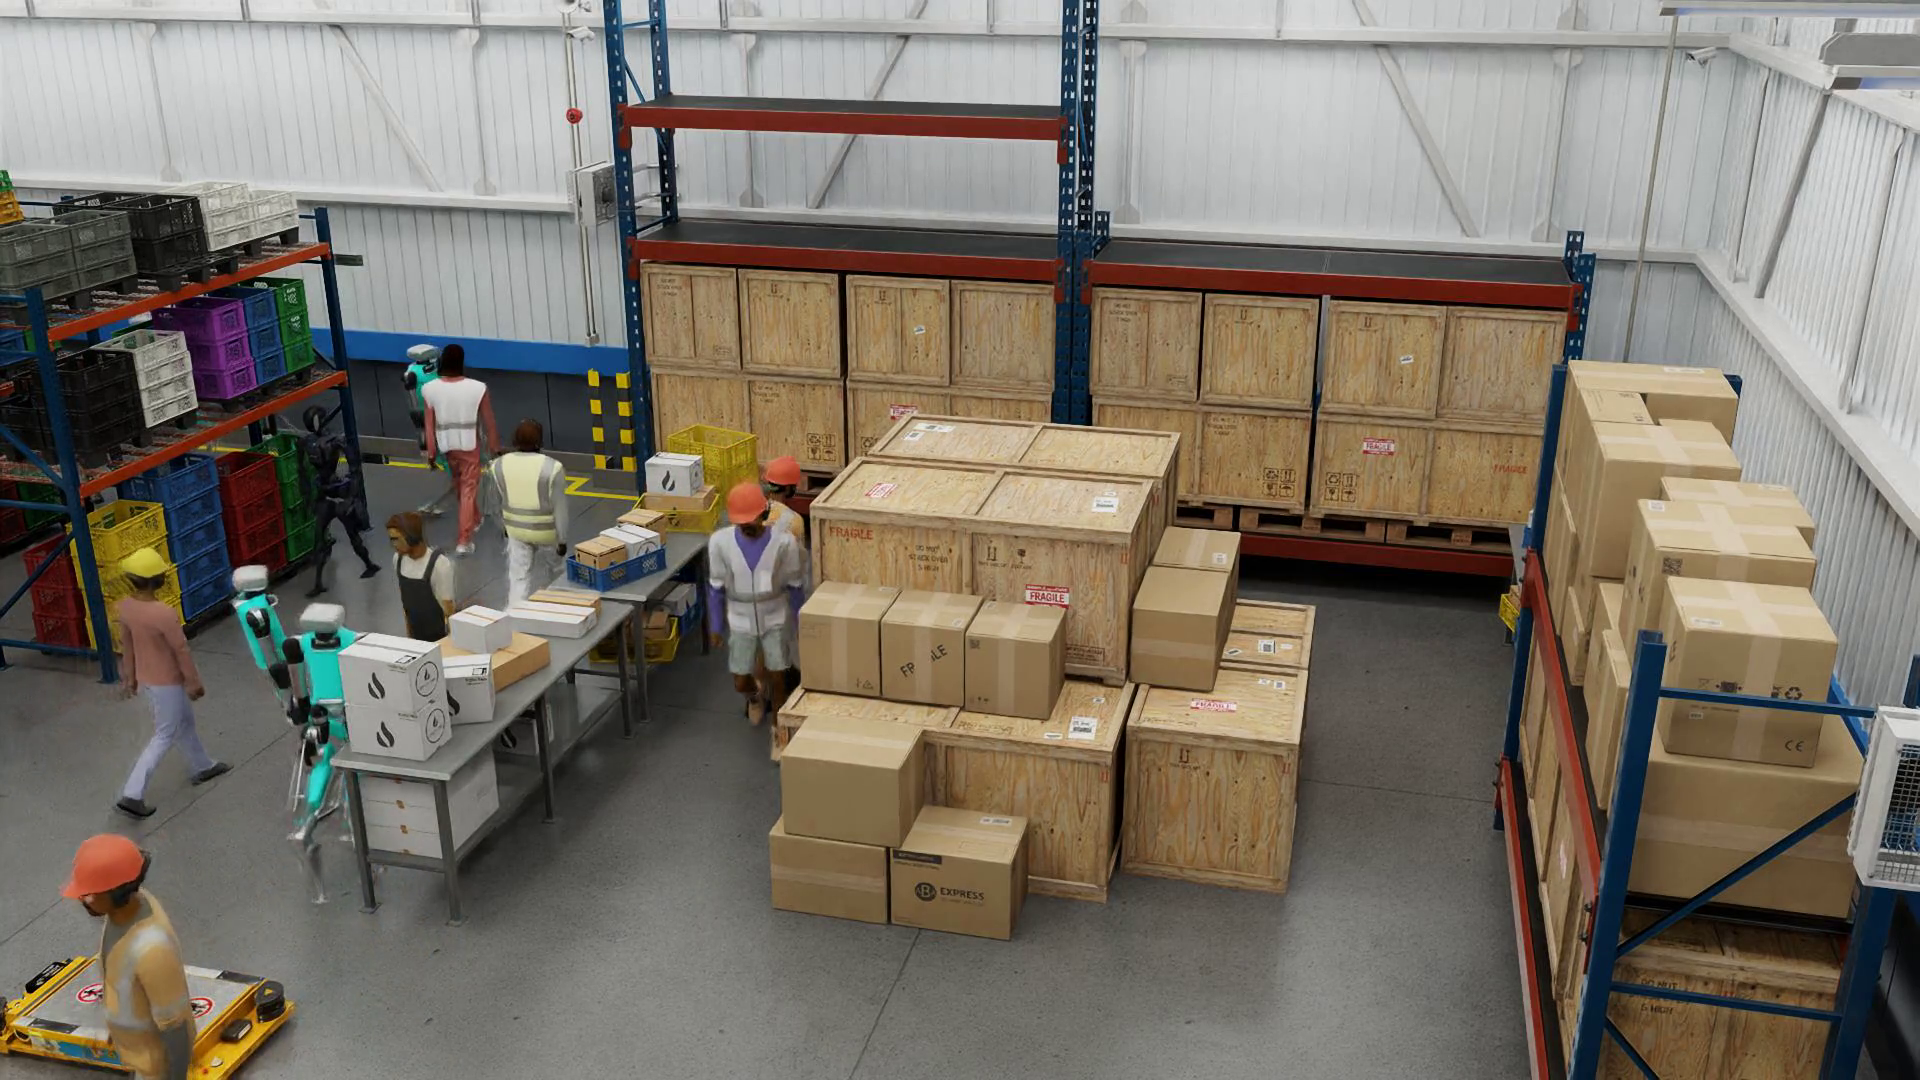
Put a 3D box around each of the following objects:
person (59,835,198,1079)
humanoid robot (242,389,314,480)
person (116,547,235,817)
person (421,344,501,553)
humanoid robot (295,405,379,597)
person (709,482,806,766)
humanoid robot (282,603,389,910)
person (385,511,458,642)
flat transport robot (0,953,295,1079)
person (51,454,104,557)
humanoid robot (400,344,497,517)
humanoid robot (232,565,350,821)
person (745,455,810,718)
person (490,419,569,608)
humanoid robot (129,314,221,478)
[{"bbox_3d":[-3.440,2.125,7.030,0.422,2.041,0.615,-14,25,-32],"label":"person"},{"bbox_3d":[-6.522,-1.144,16.106,0.821,1.832,0.535,-14,25,-32],"label":"humanoid robot"},{"bbox_3d":[-5.162,0.894,10.656,0.517,1.735,0.863,12,24,29],"label":"person"},{"bbox_3d":[-4.492,-0.851,15.037,0.606,1.866,1.013,0,21,-1],"label":"person"},{"bbox_3d":[-5.293,-0.354,14.074,0.615,1.636,0.757,5,21,12],"label":"humanoid robot"},{"bbox_3d":[-1.347,0.531,11.203,0.670,2.019,0.580,-2,21,-5],"label":"person"},{"bbox_3d":[-3.625,1.318,9.610,0.530,1.804,0.801,-2,21,-5],"label":"humanoid robot"},{"bbox_3d":[-3.530,0.670,11.114,0.541,1.822,0.405,9,23,21],"label":"person"},{"bbox_3d":[-4.270,2.464,8.601,1.431,0.231,0.659,5,22,13],"label":"flat transport robot"},{"bbox_3d":[-7.491,-0.484,14.083,0.508,1.864,0.325,10,23,25],"label":"person"},{"bbox_3d":[-4.685,-0.933,15.494,1.029,1.765,0.548,7,22,18],"label":"humanoid robot"},{"bbox_3d":[-4.022,0.936,10.529,0.887,1.767,0.586,-10,23,-25],"label":"humanoid robot"},{"bbox_3d":[-1.281,0.309,11.958,0.557,1.892,0.862,17,27,38],"label":"person"},{"bbox_3d":[-3.355,-0.071,13.092,0.630,1.796,0.961,3,21,8],"label":"person"},{"bbox_3d":[-7.808,-1.402,16.720,1.030,1.770,0.549,-3,21,-8],"label":"humanoid robot"}]
